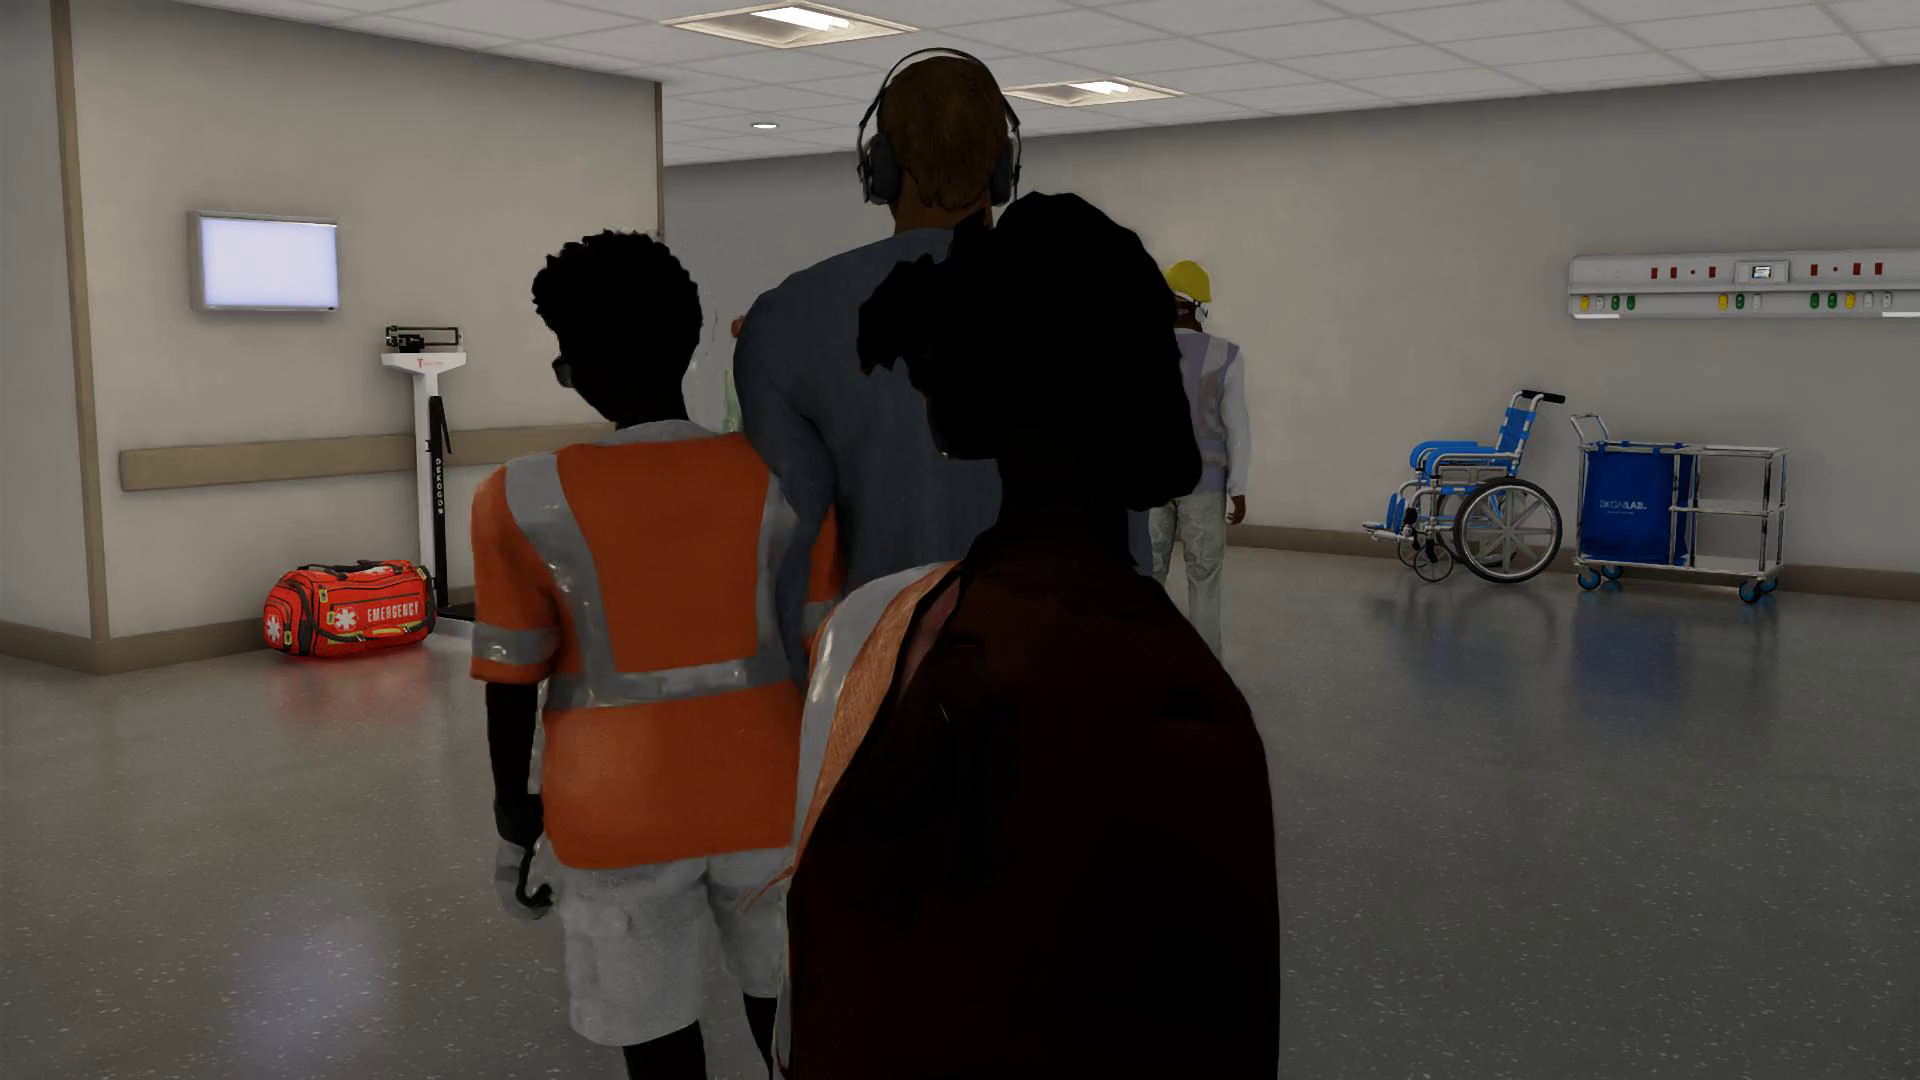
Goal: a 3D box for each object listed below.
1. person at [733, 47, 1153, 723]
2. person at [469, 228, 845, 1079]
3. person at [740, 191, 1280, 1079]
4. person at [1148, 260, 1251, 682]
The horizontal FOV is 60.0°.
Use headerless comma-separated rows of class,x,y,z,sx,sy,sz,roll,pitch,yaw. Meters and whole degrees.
person,-0.019,0.255,2.507,0.632,1.940,0.372,-2,7,-14
person,-0.400,0.403,2.372,0.560,1.676,0.351,-3,8,-24
person,0.052,0.586,1.042,0.307,1.639,0.525,-6,9,-38
person,0.931,-0.253,7.019,0.599,1.832,0.404,3,8,21
